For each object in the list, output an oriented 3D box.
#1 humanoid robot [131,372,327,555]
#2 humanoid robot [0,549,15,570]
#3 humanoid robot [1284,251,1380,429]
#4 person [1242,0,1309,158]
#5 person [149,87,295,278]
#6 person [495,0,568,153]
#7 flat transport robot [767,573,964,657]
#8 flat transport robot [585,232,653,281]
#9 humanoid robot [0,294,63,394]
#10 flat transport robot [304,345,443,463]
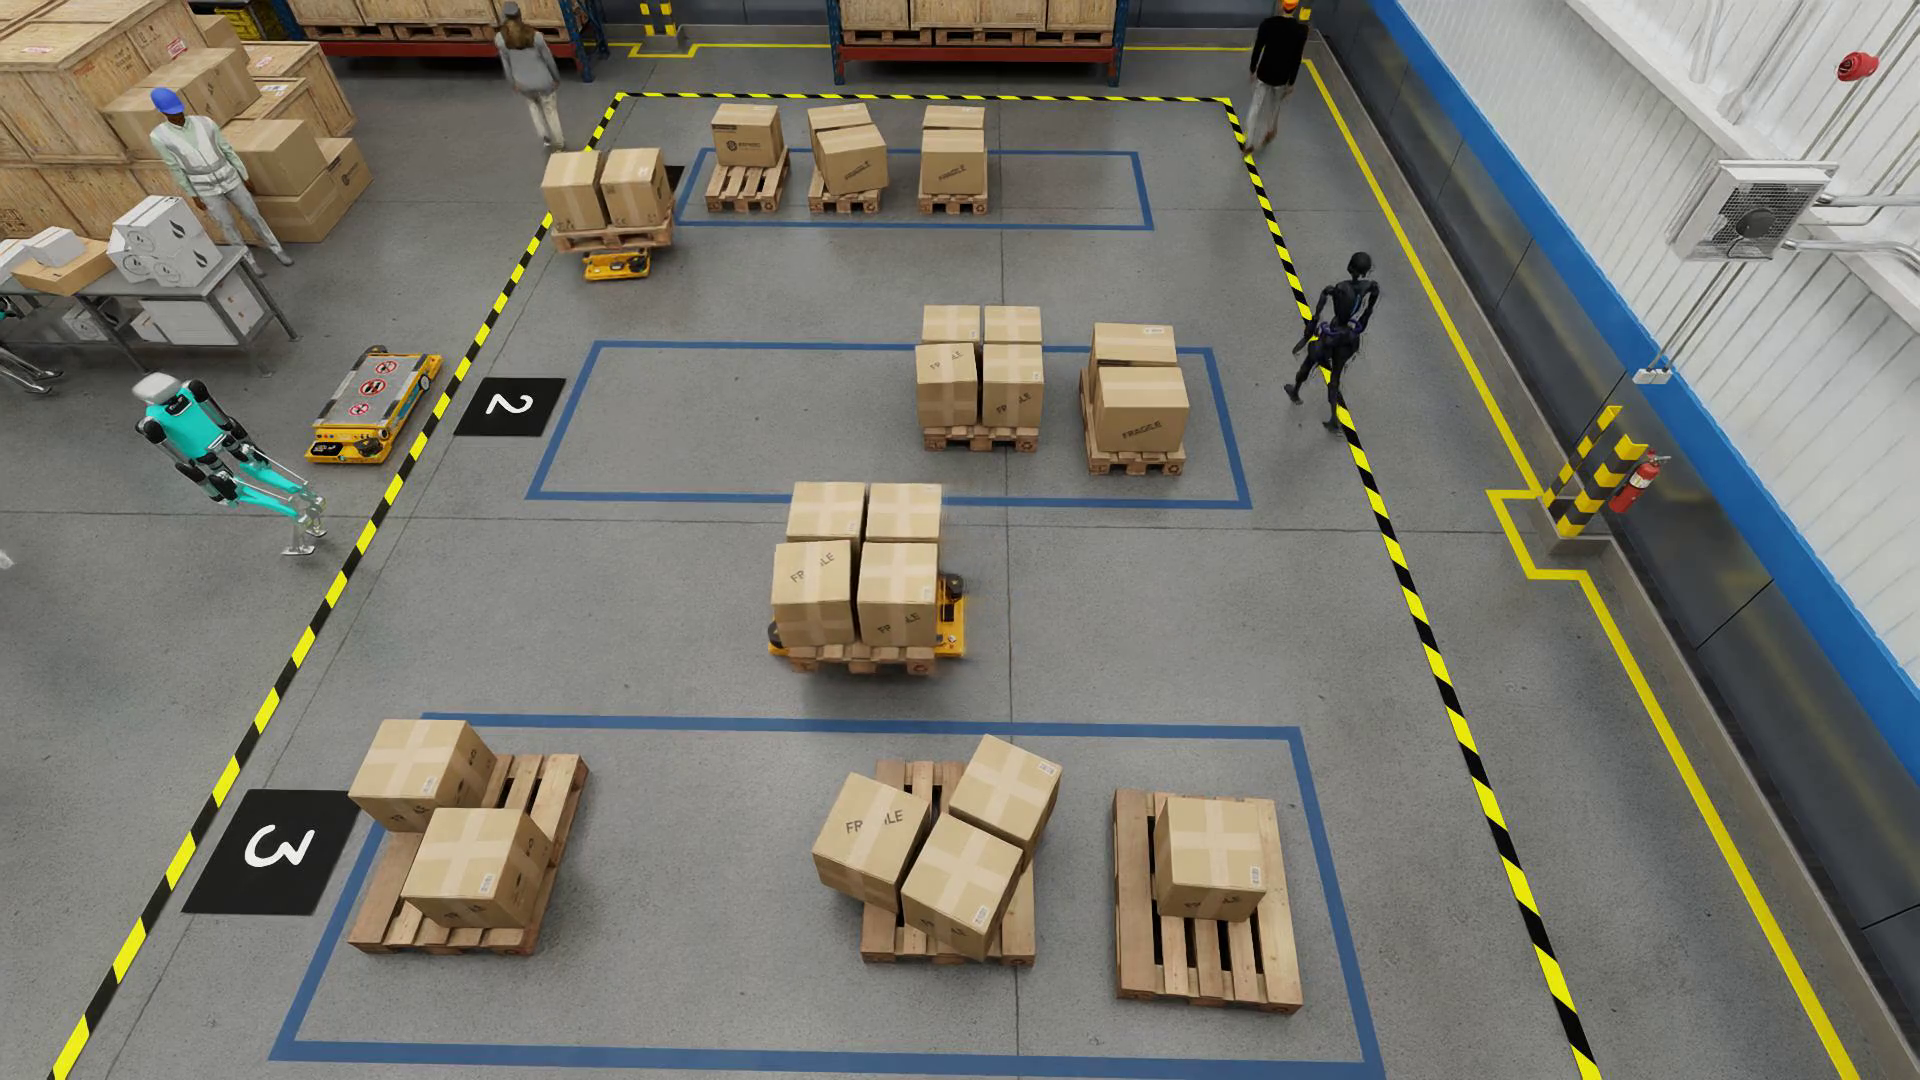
[{"bbox_3d":[-5.190,-0.497,6.737,0.735,1.677,0.533,8,50,7],"label":"humanoid robot"},{"bbox_3d":[-7.550,-0.114,6.514,0.547,1.772,0.963,-21,53,-17],"label":"humanoid robot"},{"bbox_3d":[3.251,-1.711,7.918,0.594,1.641,0.740,-8,50,-7],"label":"humanoid robot"},{"bbox_3d":[3.824,-5.699,11.159,0.605,1.839,0.922,22,53,17],"label":"person"},{"bbox_3d":[-7.560,-3.626,9.344,0.405,1.940,0.604,34,58,25],"label":"person"},{"bbox_3d":[-5.166,-5.634,11.161,0.586,1.749,0.610,-8,50,-6],"label":"person"},{"bbox_3d":[-0.688,0.547,6.886,1.431,0.197,0.652,1,50,1],"label":"flat transport robot"},{"bbox_3d":[-3.783,-3.400,10.226,0.652,0.197,1.431,-6,50,-5],"label":"flat transport robot"},{"bbox_3d":[-8.744,-2.020,8.026,0.735,1.677,0.533,-6,50,-5],"label":"humanoid robot"},{"bbox_3d":[-5.383,-1.269,8.441,0.659,0.231,1.431,1,50,1],"label":"flat transport robot"}]
